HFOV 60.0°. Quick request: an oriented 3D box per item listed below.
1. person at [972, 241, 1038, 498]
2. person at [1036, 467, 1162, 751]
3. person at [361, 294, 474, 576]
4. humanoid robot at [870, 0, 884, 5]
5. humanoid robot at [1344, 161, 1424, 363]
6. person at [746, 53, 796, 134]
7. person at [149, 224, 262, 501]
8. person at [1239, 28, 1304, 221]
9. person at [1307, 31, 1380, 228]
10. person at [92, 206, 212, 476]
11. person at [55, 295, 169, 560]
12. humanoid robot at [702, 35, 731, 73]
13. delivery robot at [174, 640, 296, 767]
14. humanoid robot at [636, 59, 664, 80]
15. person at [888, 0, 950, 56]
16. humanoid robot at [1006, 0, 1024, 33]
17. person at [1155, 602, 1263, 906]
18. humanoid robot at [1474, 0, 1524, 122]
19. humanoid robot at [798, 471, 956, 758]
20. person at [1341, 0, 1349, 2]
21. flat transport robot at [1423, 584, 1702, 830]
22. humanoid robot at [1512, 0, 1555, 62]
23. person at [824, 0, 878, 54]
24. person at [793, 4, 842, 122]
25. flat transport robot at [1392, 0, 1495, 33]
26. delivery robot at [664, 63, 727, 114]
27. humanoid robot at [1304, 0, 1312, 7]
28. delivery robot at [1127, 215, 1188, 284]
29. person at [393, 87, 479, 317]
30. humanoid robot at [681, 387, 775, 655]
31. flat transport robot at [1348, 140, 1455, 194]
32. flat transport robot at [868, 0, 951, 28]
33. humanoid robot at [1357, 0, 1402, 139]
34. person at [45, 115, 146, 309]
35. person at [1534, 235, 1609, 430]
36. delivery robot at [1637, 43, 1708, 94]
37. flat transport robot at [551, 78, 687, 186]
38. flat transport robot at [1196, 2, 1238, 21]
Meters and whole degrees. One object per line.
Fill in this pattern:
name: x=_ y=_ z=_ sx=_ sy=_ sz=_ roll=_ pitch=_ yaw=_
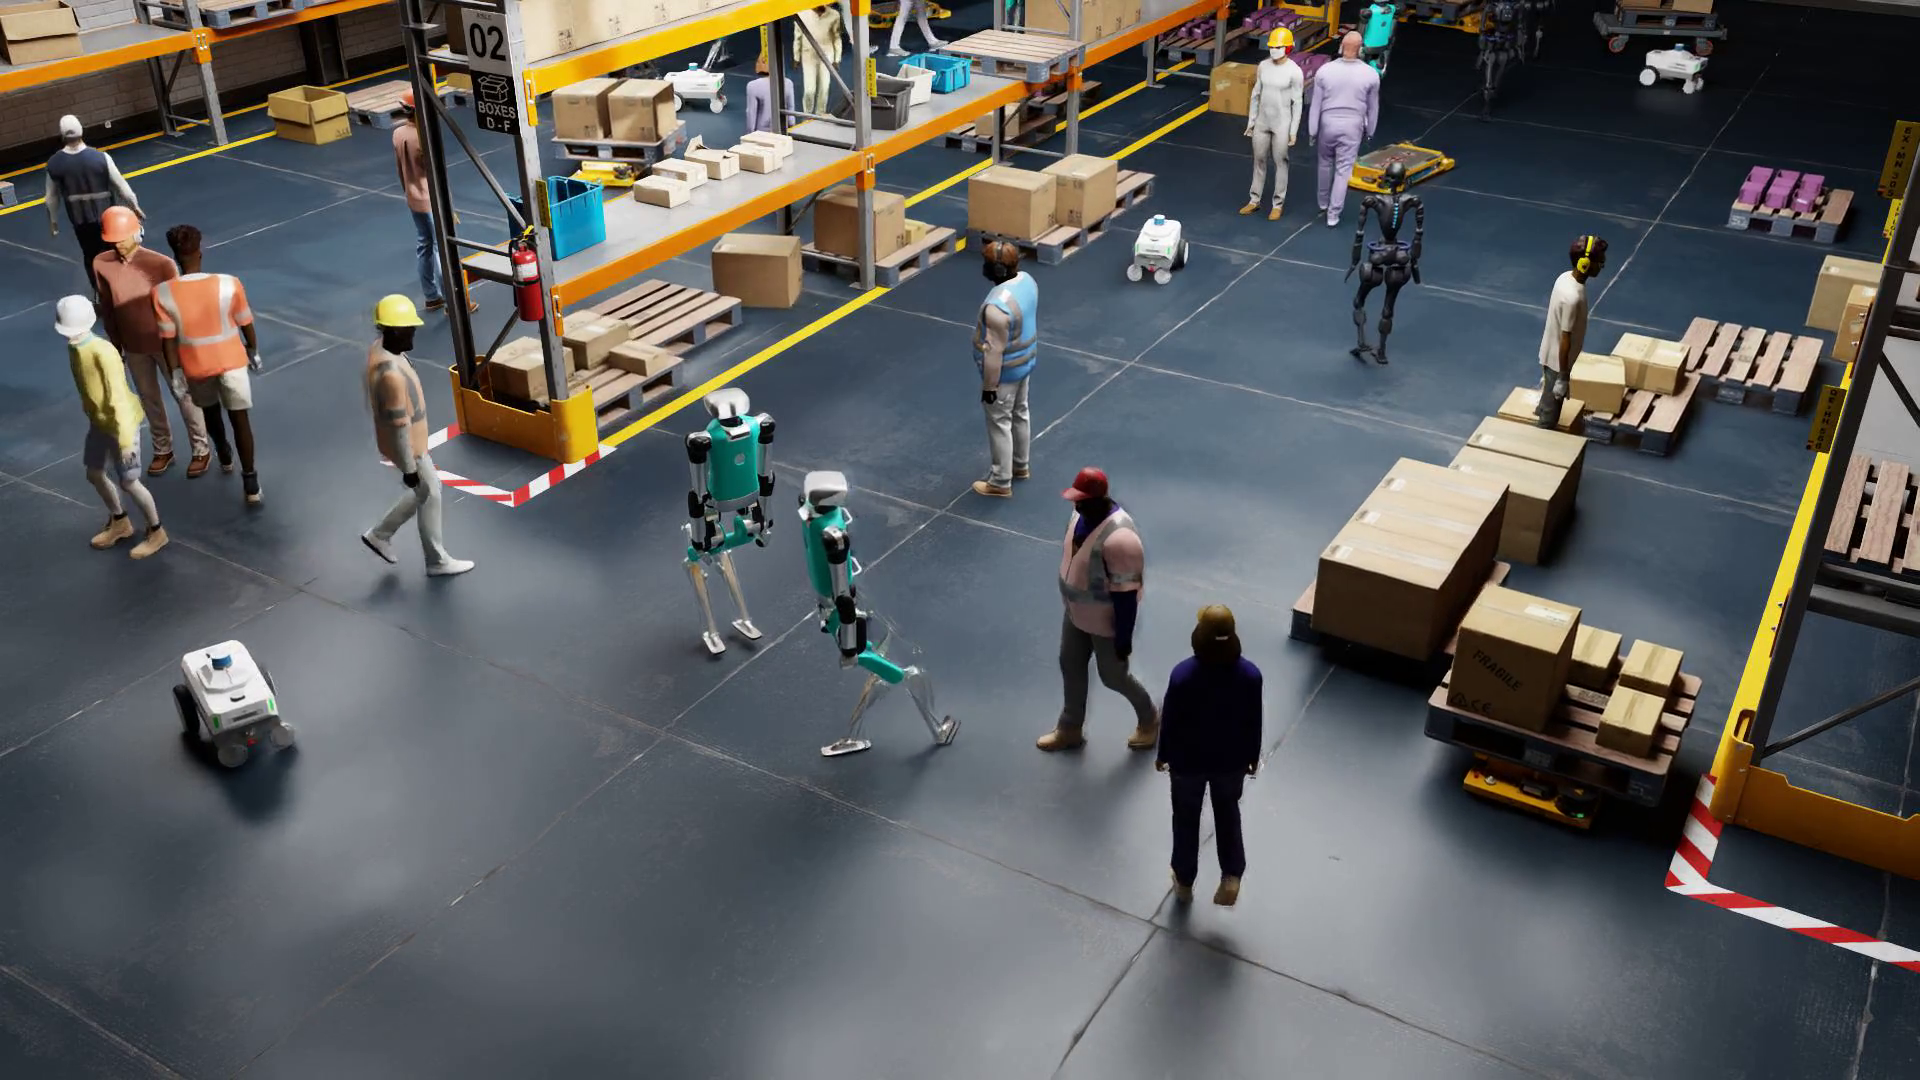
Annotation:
person: x=0.297 y=-1.170 z=11.428 sx=0.430 sy=1.837 sz=0.628 roll=13 pitch=32 yaw=22
person: x=0.803 y=0.369 z=8.826 sx=0.719 sy=1.721 sz=0.641 roll=-14 pitch=32 yaw=-24
person: x=-3.489 y=-0.610 z=10.357 sx=0.551 sy=1.900 sz=0.601 roll=-11 pitch=31 yaw=-19
humanoid robot: x=-1.304 y=-8.820 z=25.110 sx=0.591 sy=1.652 sz=0.446 roll=1 pitch=29 yaw=1
humanoid robot: x=3.451 y=-2.254 z=13.500 sx=0.614 sy=1.643 sz=0.361 roll=-2 pitch=30 yaw=-4
person: x=-1.909 y=-4.144 z=16.892 sx=0.509 sy=1.625 sz=0.285 roll=-13 pitch=32 yaw=-22
person: x=-5.155 y=-1.248 z=11.485 sx=0.602 sy=1.920 sz=0.971 roll=-10 pitch=31 yaw=-16
person: x=3.137 y=-4.168 z=16.666 sx=0.558 sy=1.896 sz=0.356 roll=20 pitch=35 yaw=31
person: x=3.830 y=-4.134 z=16.623 sx=0.666 sy=1.867 sz=0.918 roll=8 pitch=30 yaw=14
person: x=-5.671 y=-1.384 z=11.649 sx=0.611 sy=1.986 sz=0.402 roll=2 pitch=30 yaw=3
person: x=-5.414 y=-0.714 z=10.594 sx=0.586 sy=1.858 sz=0.442 roll=19 pitch=35 yaw=30
humanoid robot: x=-3.213 y=-7.073 z=21.988 sx=0.565 sy=1.745 sz=0.972 roll=11 pitch=31 yaw=18
delivery robot: x=-4.001 y=0.860 z=9.141 sx=0.517 sy=0.606 sz=0.777 roll=-19 pitch=35 yaw=-30
humanoid robot: x=-4.031 y=-6.643 z=21.105 sx=0.535 sy=1.707 sz=0.738 roll=18 pitch=34 yaw=29
person: x=-0.586 y=-7.604 z=22.735 sx=0.919 sy=1.906 sz=0.504 roll=-5 pitch=30 yaw=-9
humanoid robot: x=0.805 y=-7.715 z=23.159 sx=0.536 sy=1.816 sz=0.794 roll=-13 pitch=32 yaw=-22
person: x=1.158 y=1.030 z=7.745 sx=0.475 sy=1.610 sz=0.520 roll=-2 pitch=30 yaw=-3
humanoid robot: x=6.457 y=-5.828 z=19.825 sx=0.602 sy=1.649 sz=0.541 roll=-5 pitch=30 yaw=-8
humanoid robot: x=-0.398 y=0.430 z=8.765 sx=0.861 sy=1.845 sz=0.556 roll=-10 pitch=31 yaw=-18
person: x=6.199 y=-9.342 z=25.899 sx=0.877 sy=1.813 sz=0.524 roll=-15 pitch=33 yaw=-25
flat transport robot: x=3.289 y=1.038 z=9.106 sx=0.659 sy=0.231 sz=1.431 roll=17 pitch=34 yaw=27
humanoid robot: x=7.764 y=-7.335 z=22.485 sx=0.600 sy=1.657 sz=0.372 roll=7 pitch=30 yaw=13
person: x=-1.680 y=-7.476 z=22.540 sx=0.938 sy=1.884 sz=0.743 roll=16 pitch=33 yaw=25
person: x=-1.646 y=-5.619 z=19.383 sx=0.564 sy=1.734 sz=0.375 roll=-8 pitch=30 yaw=-13
flat transport robot: x=7.156 y=-7.758 z=24.664 sx=1.431 sy=0.231 sz=0.659 roll=23 pitch=37 yaw=34
delivery robot: x=-3.279 y=-5.568 z=20.496 sx=0.782 sy=0.589 sz=0.499 roll=2 pitch=30 yaw=4
humanoid robot: x=5.266 y=-8.700 z=24.848 sx=0.639 sy=1.804 sz=0.530 roll=15 pitch=33 yaw=24
delivery robot: x=1.828 y=-2.730 z=15.472 sx=0.523 sy=0.587 sz=0.735 roll=7 pitch=30 yaw=12
person: x=-4.558 y=-2.909 z=14.347 sx=0.610 sy=1.985 sz=0.390 roll=22 pitch=36 yaw=34
humanoid robot: x=-1.407 y=-0.156 z=9.644 sx=0.530 sy=1.706 sz=0.732 roll=-19 pitch=35 yaw=-30
flat transport robot: x=4.753 y=-4.050 z=18.106 sx=0.659 sy=0.231 sz=1.431 roll=24 pitch=37 yaw=36
flat transport robot: x=-0.897 y=-7.879 z=24.880 sx=1.431 sy=0.231 sz=0.659 roll=-21 pitch=36 yaw=-33
humanoid robot: x=4.614 y=-5.500 z=19.203 sx=0.534 sy=1.775 sz=0.820 roll=-12 pitch=32 yaw=-20
person: x=-7.473 y=-2.796 z=14.380 sx=0.736 sy=1.746 sz=0.459 roll=-7 pitch=30 yaw=-13
person: x=4.139 y=-1.199 z=11.443 sx=0.309 sy=1.864 sz=0.530 roll=7 pitch=30 yaw=12
delivery robot: x=9.204 y=-6.081 z=21.399 sx=0.765 sy=0.585 sz=0.499 roll=25 pitch=38 yaw=37
flat transport robot: x=-3.739 y=-4.219 z=18.404 sx=0.659 sy=0.231 sz=1.431 roll=5 pitch=30 yaw=8
flat transport robot: x=3.567 y=-7.821 z=24.776 sx=0.659 sy=0.231 sz=1.431 roll=17 pitch=33 yaw=27
